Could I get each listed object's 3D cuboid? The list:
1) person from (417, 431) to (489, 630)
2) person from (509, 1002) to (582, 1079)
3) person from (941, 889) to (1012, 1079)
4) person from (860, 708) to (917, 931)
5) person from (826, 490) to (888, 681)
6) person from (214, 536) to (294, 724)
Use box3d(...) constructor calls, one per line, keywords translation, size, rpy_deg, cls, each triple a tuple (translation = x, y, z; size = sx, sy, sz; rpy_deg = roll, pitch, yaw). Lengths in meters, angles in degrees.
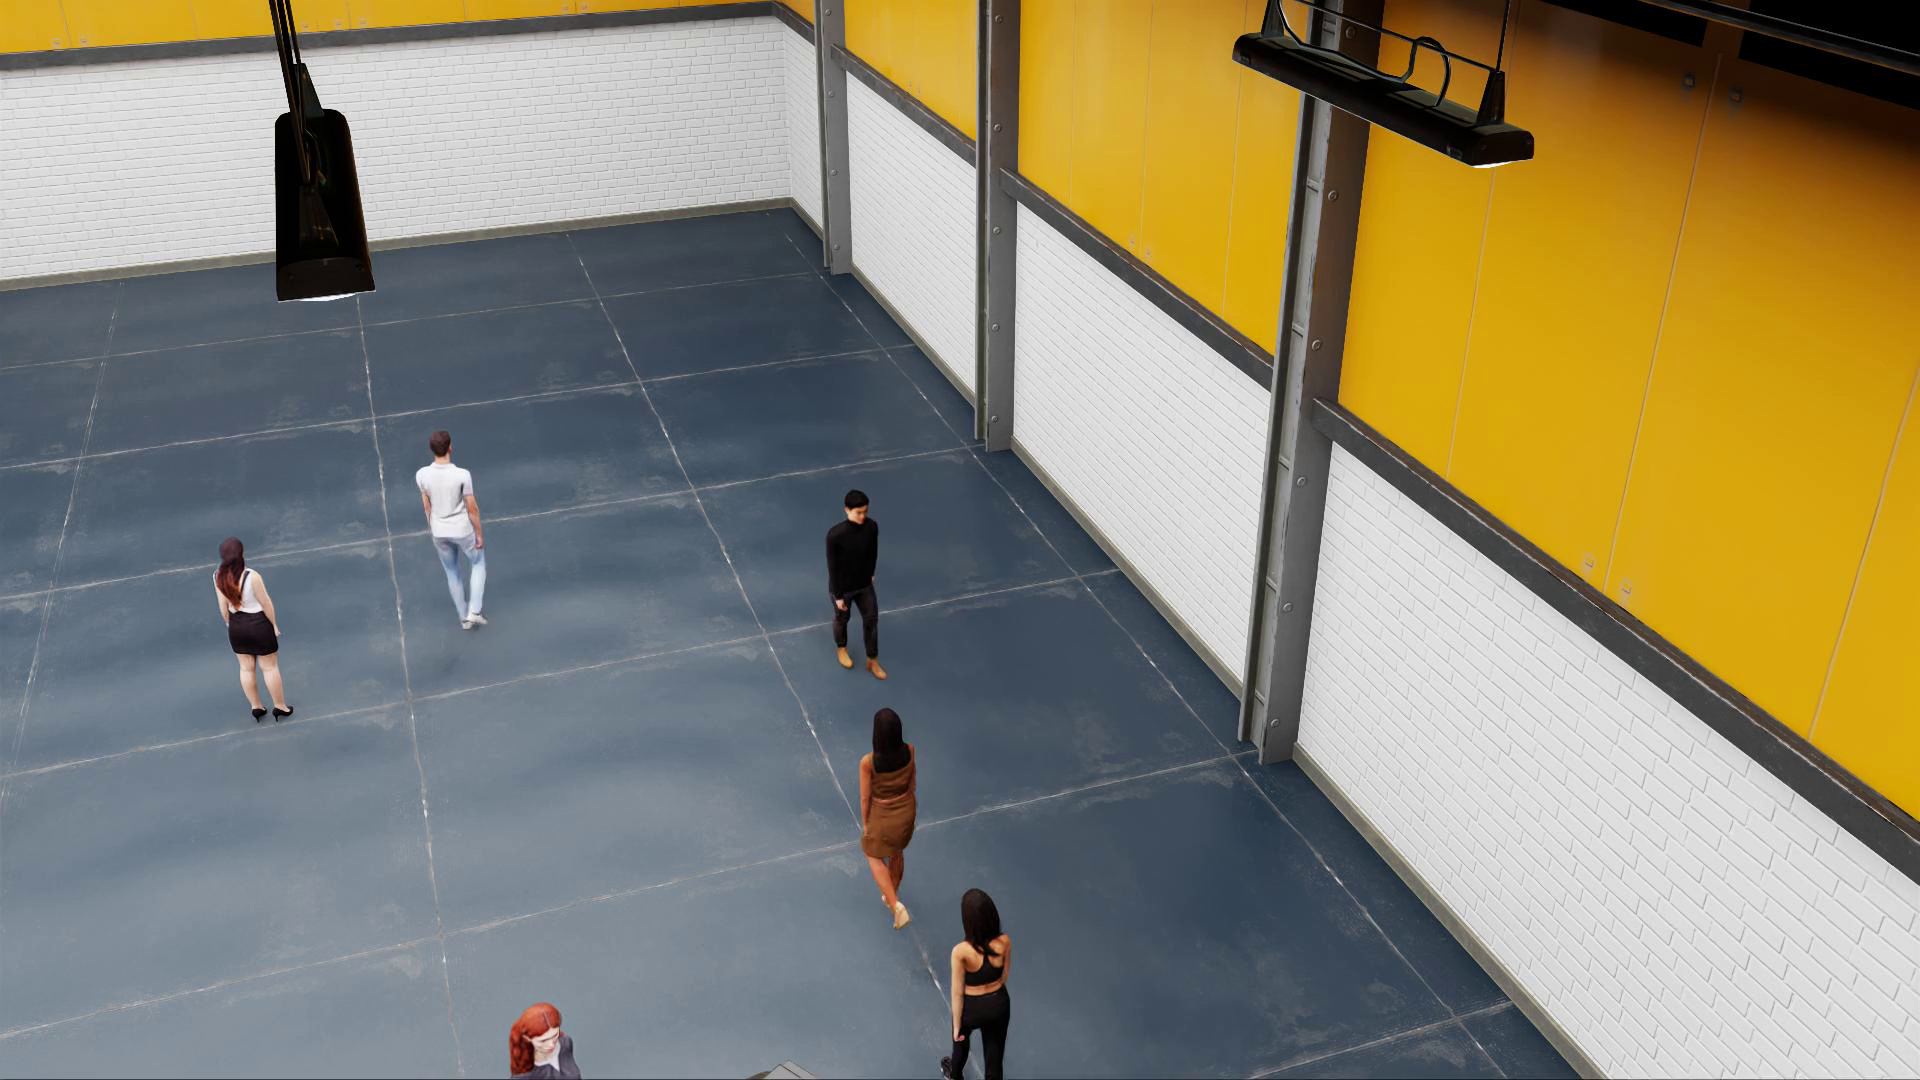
box3d(translation=(-4.370, -0.017, 14.258), size=(0.760, 1.840, 0.824), rpy_deg=(1, 29, 1), cls="person")
box3d(translation=(-2.108, 3.091, 8.621), size=(0.696, 1.782, 0.649), rpy_deg=(15, 32, 25), cls="person")
box3d(translation=(0.151, 2.740, 9.436), size=(0.574, 1.619, 0.867), rpy_deg=(-8, 30, -14), cls="person")
box3d(translation=(-0.431, 1.878, 10.959), size=(0.618, 1.673, 0.818), rpy_deg=(-14, 32, -24), cls="person")
box3d(translation=(-0.944, 0.306, 13.816), size=(0.707, 1.696, 0.887), rpy_deg=(-13, 31, -22), cls="person")
box3d(translation=(-5.598, 0.710, 13.127), size=(0.616, 1.648, 0.614), rpy_deg=(0, 29, 1), cls="person")
